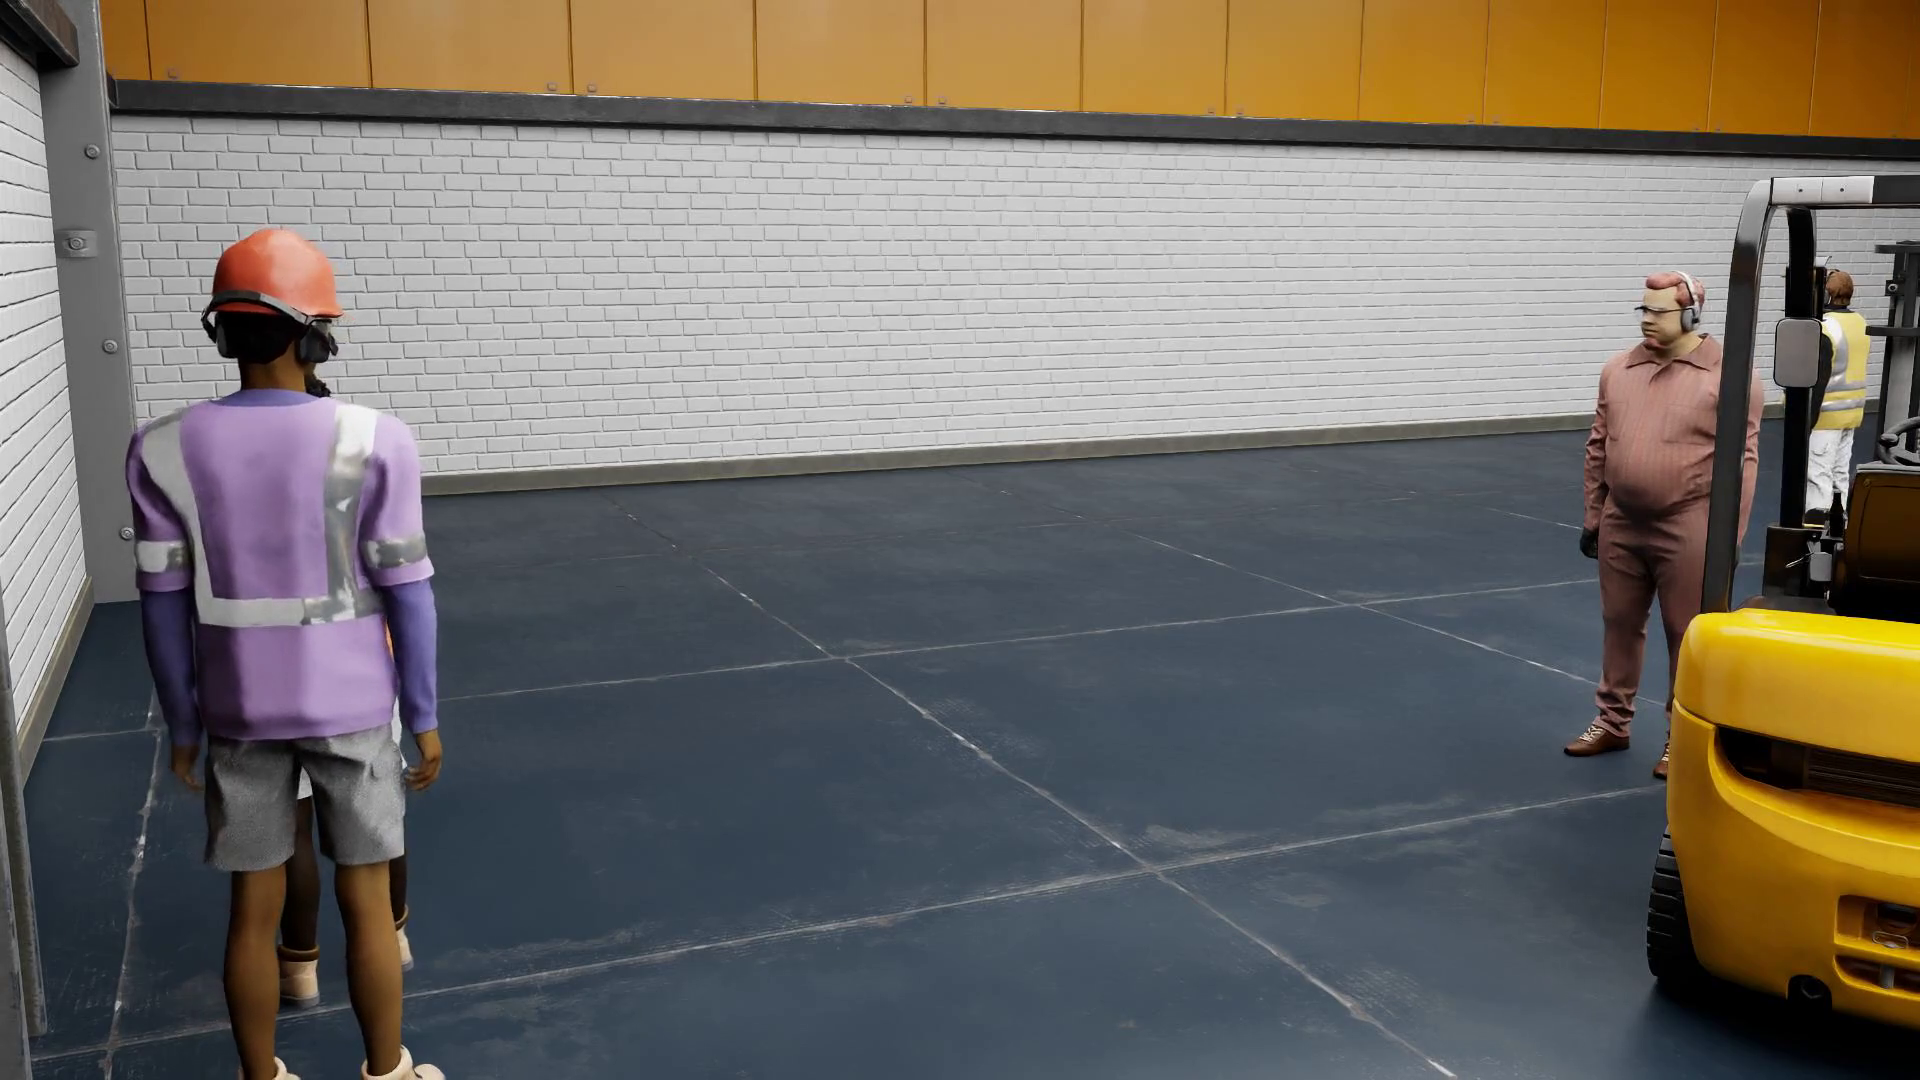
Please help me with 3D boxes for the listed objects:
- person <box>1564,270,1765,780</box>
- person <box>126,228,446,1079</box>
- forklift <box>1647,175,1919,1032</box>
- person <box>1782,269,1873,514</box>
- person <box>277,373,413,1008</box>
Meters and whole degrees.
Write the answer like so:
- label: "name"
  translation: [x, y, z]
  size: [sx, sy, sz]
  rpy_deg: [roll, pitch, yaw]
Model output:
- label: "person"
  translation: [2.633, -0.056, 6.287]
  size: [0.401, 1.904, 0.650]
  rpy_deg: [-8, 13, -37]
- label: "person"
  translation: [-1.439, 0.355, 3.642]
  size: [0.611, 2.042, 0.384]
  rpy_deg: [-1, 10, -5]
- label: "forklift"
  translation: [2.810, 0.094, 4.662]
  size: [1.214, 2.155, 2.313]
  rpy_deg: [7, 12, 34]
- label: "person"
  translation: [5.152, -0.691, 9.961]
  size: [0.624, 1.845, 0.430]
  rpy_deg: [-8, 13, -37]
- label: "person"
  translation: [-1.719, 0.388, 4.433]
  size: [0.317, 1.694, 0.534]
  rpy_deg: [9, 14, 41]
